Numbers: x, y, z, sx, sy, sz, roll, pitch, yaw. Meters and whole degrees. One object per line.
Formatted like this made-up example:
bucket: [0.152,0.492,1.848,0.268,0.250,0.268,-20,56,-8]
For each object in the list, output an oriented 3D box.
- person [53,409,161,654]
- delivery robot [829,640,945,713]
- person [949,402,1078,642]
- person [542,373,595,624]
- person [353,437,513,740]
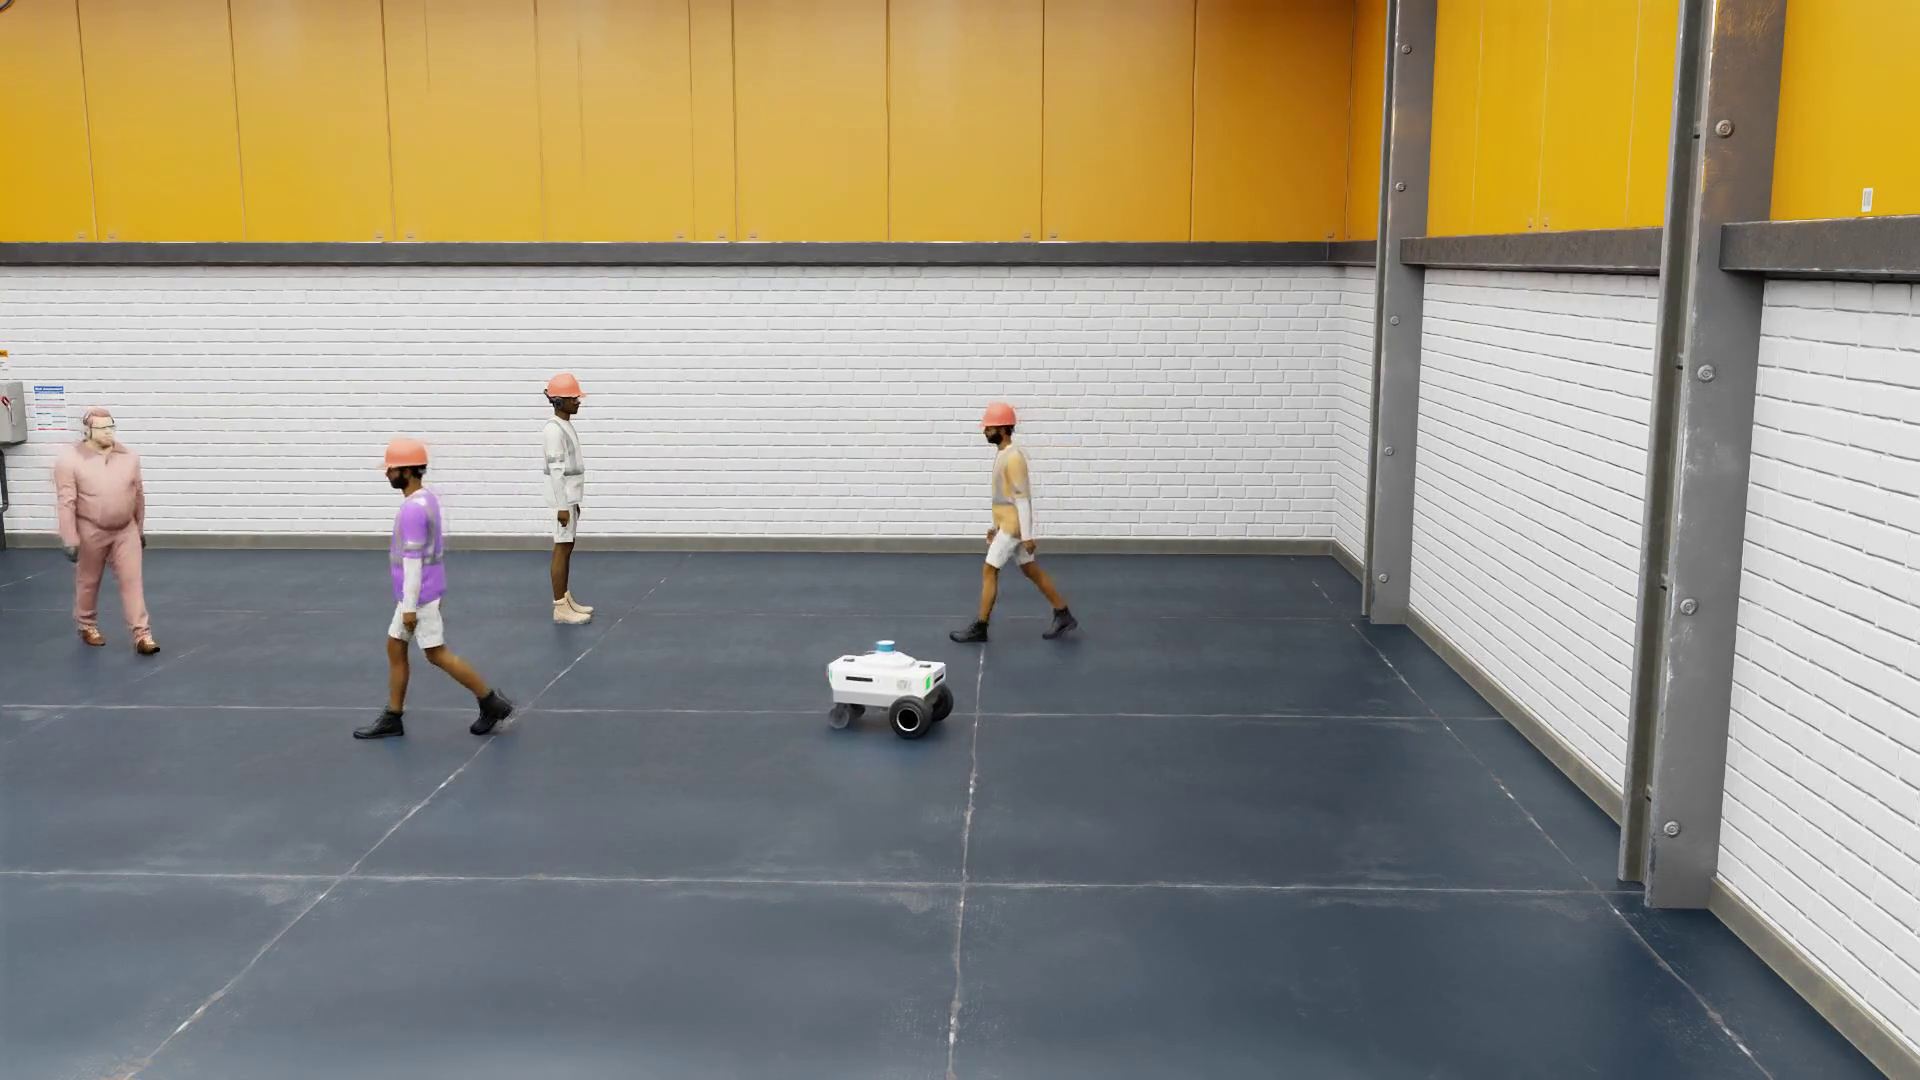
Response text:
person: [-6.458,-0.065,12.574,1.019,1.860,0.661,8,13,40]
delivery robot: [-0.465,0.882,10.548,0.707,0.478,0.477,3,10,18]
person: [0.456,-0.131,12.880,1.003,1.892,0.535,0,10,-1]
person: [-3.214,-0.340,13.623,0.373,2.044,0.606,-1,10,-6]
person: [-3.276,0.303,10.280,0.932,1.907,0.553,-2,10,-13]
